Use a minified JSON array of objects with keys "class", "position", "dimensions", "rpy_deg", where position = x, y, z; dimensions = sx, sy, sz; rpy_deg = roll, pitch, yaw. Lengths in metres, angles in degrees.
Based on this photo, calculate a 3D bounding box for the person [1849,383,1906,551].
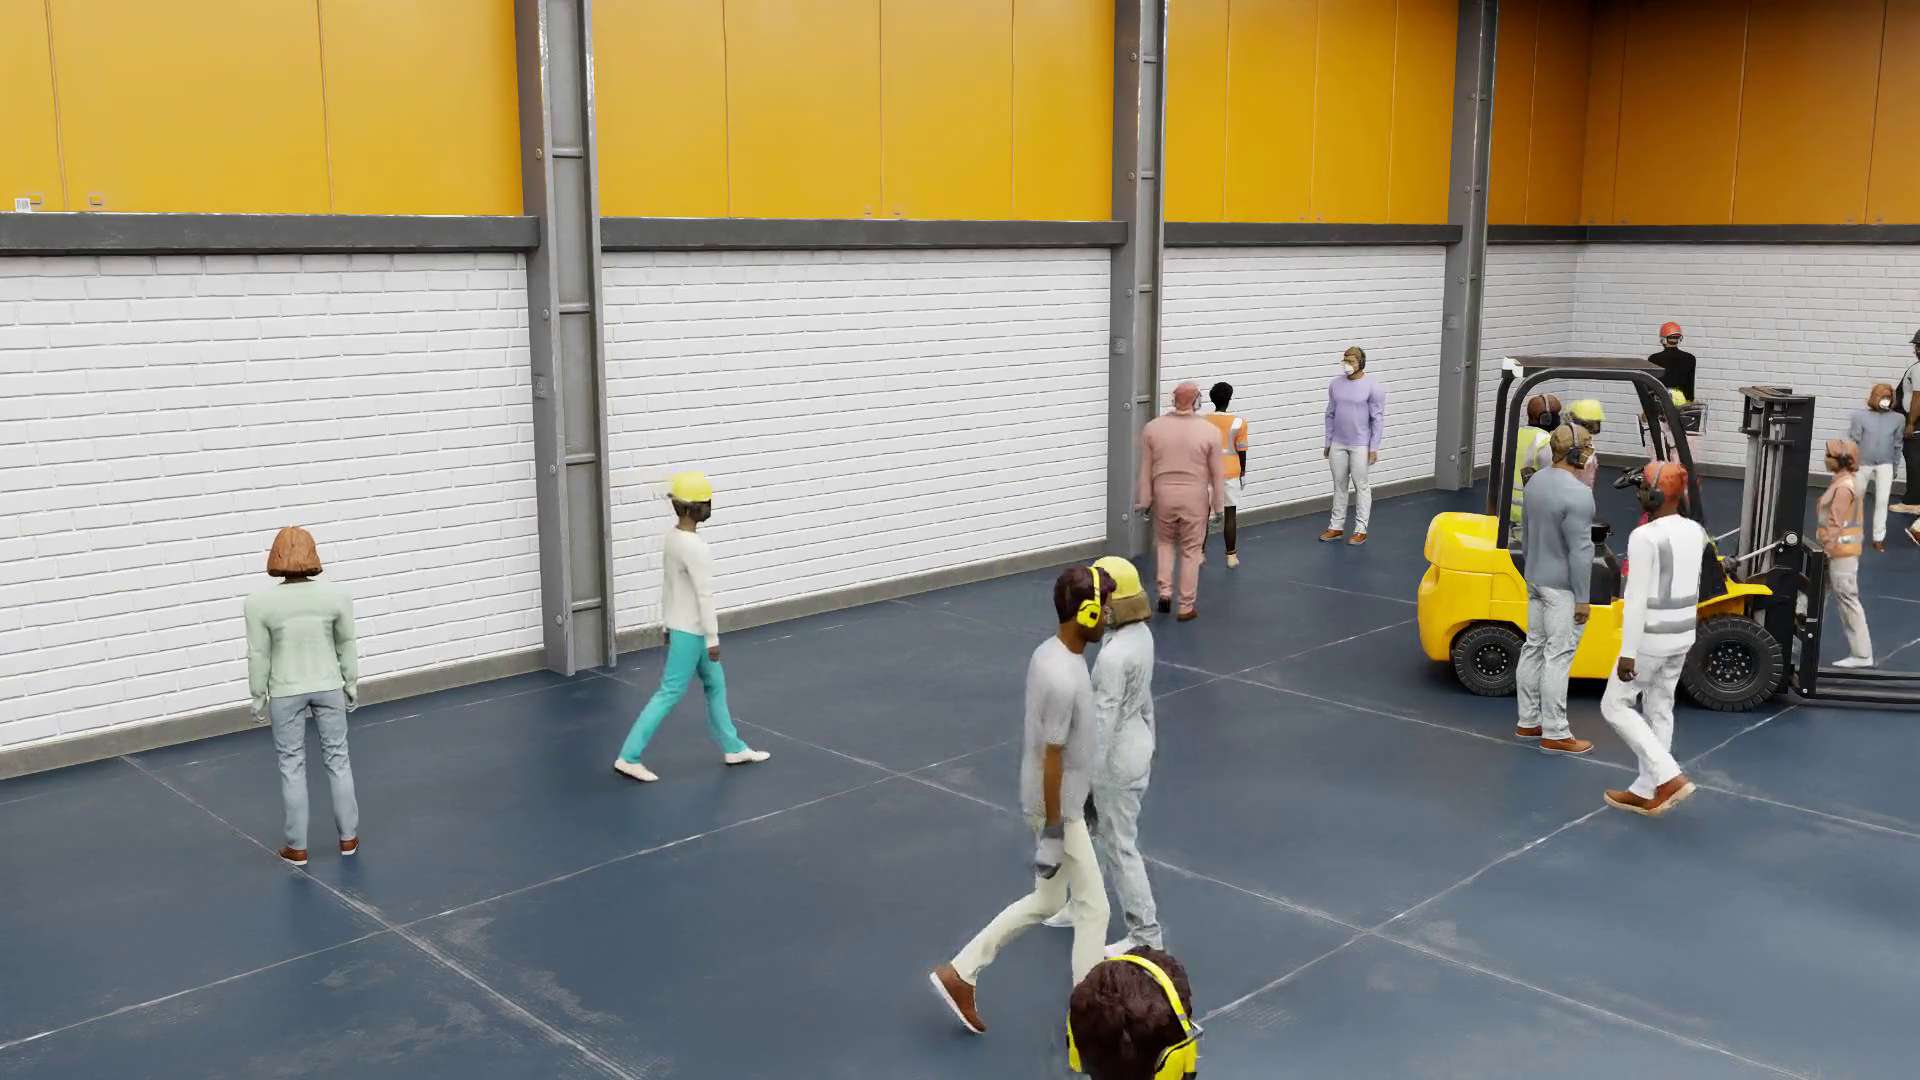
[{"class":"person","position":[8.877,-0.741,16.187],"dimensions":[0.502,1.610,0.795],"rpy_deg":[3,11,15]}]

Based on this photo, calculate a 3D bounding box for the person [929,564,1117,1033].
[{"class":"person","position":[0.293,0.989,6.122],"dimensions":[0.754,1.841,0.525],"rpy_deg":[-1,10,-5]}]

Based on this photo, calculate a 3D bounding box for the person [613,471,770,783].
[{"class":"person","position":[-1.522,0.474,9.208],"dimensions":[0.909,1.724,0.532],"rpy_deg":[-5,11,-23]}]

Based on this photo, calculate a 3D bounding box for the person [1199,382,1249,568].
[{"class":"person","position":[2.355,-0.590,15.129],"dimensions":[0.531,1.691,0.321],"rpy_deg":[4,11,20]}]

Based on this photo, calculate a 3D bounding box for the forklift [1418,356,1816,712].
[{"class":"forklift","position":[4.276,-0.101,11.076],"dimensions":[2.313,2.155,1.214],"rpy_deg":[2,11,13]}]

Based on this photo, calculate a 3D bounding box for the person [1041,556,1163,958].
[{"class":"person","position":[0.578,0.902,6.923],"dimensions":[0.653,1.708,0.528],"rpy_deg":[3,11,18]}]

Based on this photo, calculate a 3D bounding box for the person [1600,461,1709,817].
[{"class":"person","position":[3.575,0.527,8.526],"dimensions":[0.608,1.872,0.451],"rpy_deg":[-7,13,-34]}]

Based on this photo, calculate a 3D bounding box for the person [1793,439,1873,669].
[{"class":"person","position":[6.067,0.090,11.666],"dimensions":[0.782,1.597,0.538],"rpy_deg":[5,11,25]}]

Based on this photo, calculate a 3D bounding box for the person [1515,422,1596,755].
[{"class":"person","position":[3.492,0.279,9.705],"dimensions":[0.368,1.939,0.632],"rpy_deg":[-2,11,-10]}]

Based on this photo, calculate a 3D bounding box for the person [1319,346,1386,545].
[{"class":"person","position":[3.829,-0.923,16.255],"dimensions":[0.372,1.941,0.627],"rpy_deg":[-10,14,-42]}]

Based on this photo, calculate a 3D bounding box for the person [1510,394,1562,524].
[{"class":"person","position":[4.293,-0.162,12.373],"dimensions":[0.430,1.845,0.619],"rpy_deg":[-2,11,-9]}]

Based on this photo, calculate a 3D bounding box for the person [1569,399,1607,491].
[{"class":"person","position":[4.742,-0.251,13.147],"dimensions":[0.671,1.746,0.539],"rpy_deg":[0,10,1]}]

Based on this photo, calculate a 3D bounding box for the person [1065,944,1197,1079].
[{"class":"person","position":[0.161,1.603,2.768],"dimensions":[0.633,1.839,0.580],"rpy_deg":[-9,14,-40]}]

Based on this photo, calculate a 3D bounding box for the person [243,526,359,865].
[{"class":"person","position":[-3.150,0.744,7.996],"dimensions":[0.502,1.632,0.277],"rpy_deg":[-6,12,-31]}]

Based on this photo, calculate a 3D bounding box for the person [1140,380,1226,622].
[{"class":"person","position":[1.752,-0.302,13.002],"dimensions":[0.668,1.887,0.441],"rpy_deg":[4,11,21]}]

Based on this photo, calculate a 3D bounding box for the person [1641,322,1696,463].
[{"class":"person","position":[8.373,-1.583,19.707],"dimensions":[0.623,1.989,0.400],"rpy_deg":[-1,10,-7]}]

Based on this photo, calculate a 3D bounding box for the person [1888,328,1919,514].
[{"class":"person","position":[10.419,-1.316,18.118],"dimensions":[0.689,2.000,0.537],"rpy_deg":[-8,13,-39]}]

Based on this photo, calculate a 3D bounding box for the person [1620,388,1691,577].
[{"class":"person","position":[5.879,-0.410,14.014],"dimensions":[0.868,1.720,0.548],"rpy_deg":[0,10,0]}]

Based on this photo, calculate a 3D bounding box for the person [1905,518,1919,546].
[{"class":"person","position":[9.510,-0.667,15.784],"dimensions":[0.800,1.601,0.494],"rpy_deg":[4,11,21]}]
